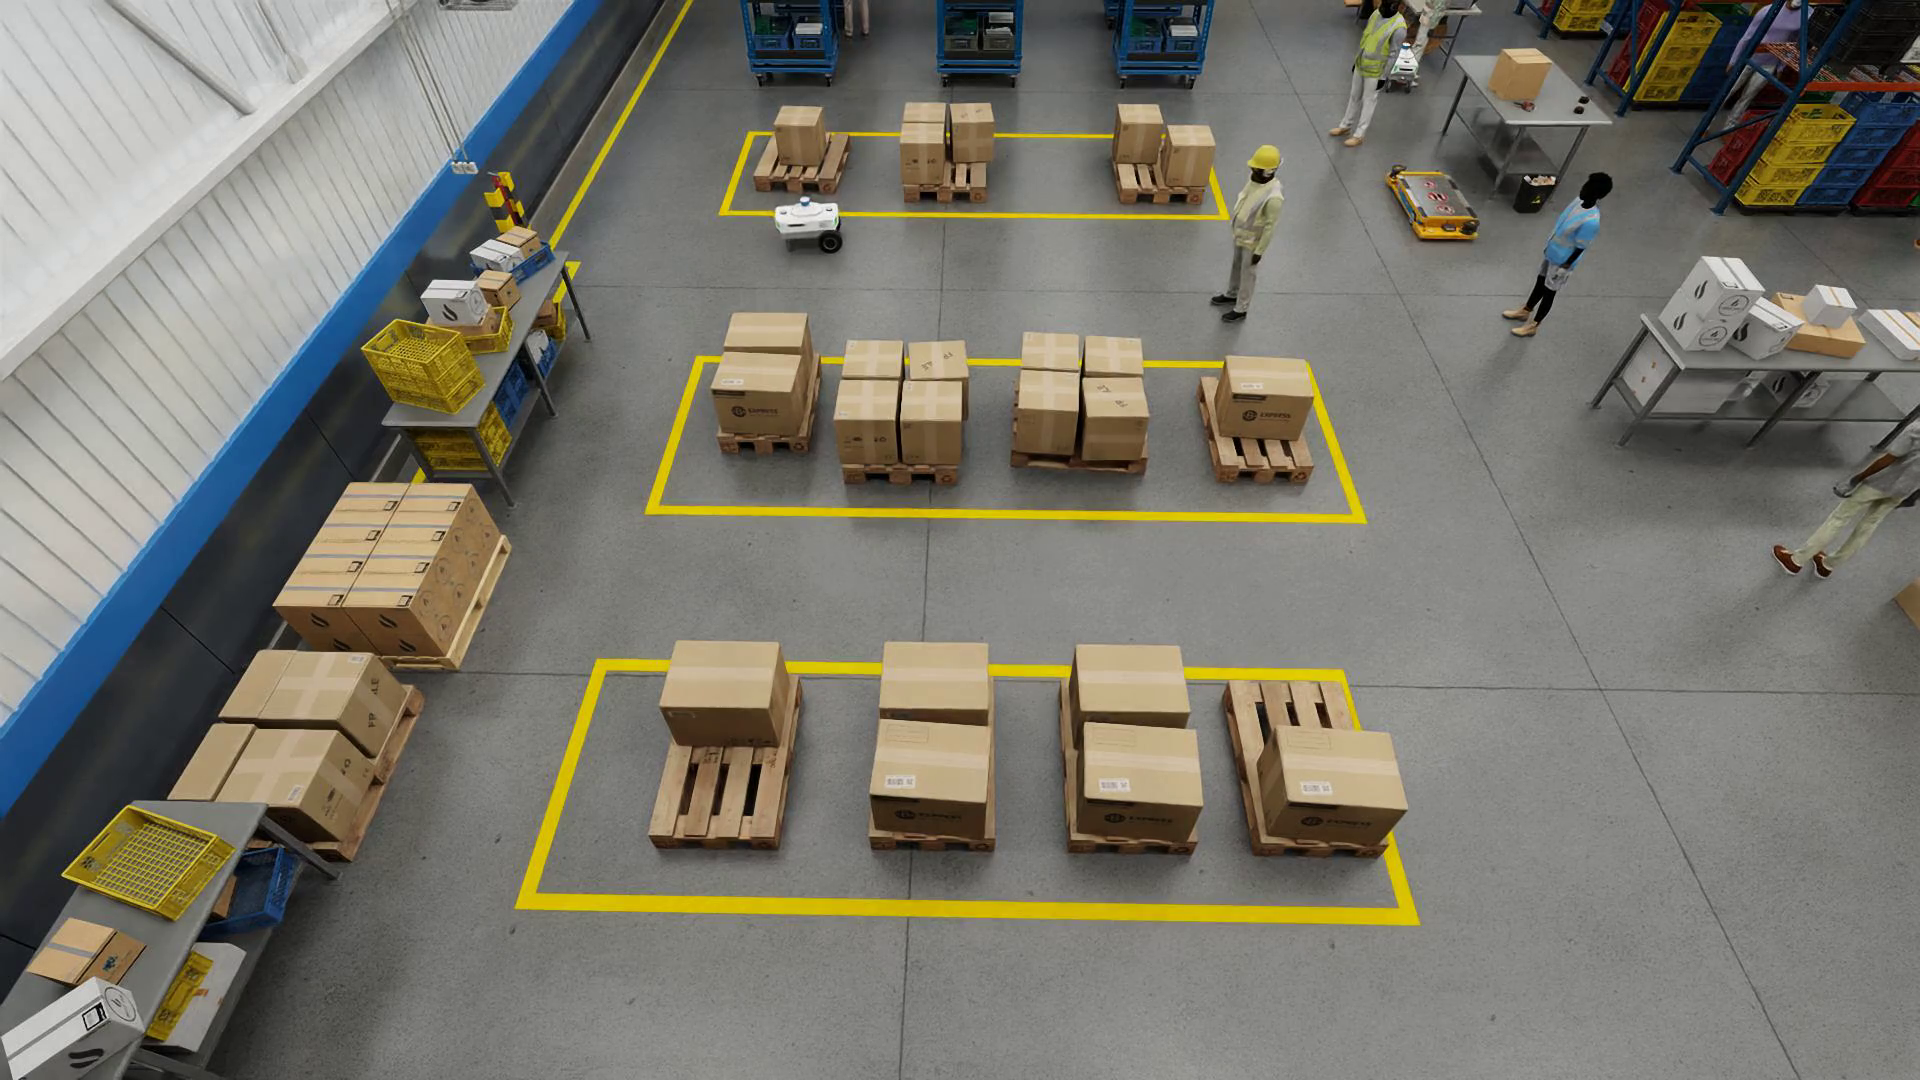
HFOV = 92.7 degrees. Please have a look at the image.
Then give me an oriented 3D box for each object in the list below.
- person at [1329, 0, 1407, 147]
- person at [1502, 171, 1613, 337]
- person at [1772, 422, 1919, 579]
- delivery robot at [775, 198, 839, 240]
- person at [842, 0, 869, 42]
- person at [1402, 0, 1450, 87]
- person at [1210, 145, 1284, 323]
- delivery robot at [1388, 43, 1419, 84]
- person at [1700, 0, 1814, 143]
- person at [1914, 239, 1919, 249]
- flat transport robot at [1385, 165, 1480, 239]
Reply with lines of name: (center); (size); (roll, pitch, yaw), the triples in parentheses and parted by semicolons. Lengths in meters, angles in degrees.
person: (5.221, -5.997, 11.675); (0.429, 1.841, 0.634); (-15, 51, -12)
person: (5.877, -2.783, 8.986); (0.321, 1.697, 0.529); (6, 49, 6)
person: (6.889, -0.409, 6.819); (0.532, 1.870, 0.316); (10, 50, 9)
delivery robot: (-1.740, -3.649, 10.427); (0.707, 0.478, 0.477); (-6, 49, -5)
person: (-1.616, -8.678, 13.908); (0.626, 1.980, 0.411); (-19, 52, -16)
person: (6.645, -7.318, 12.957); (0.320, 1.631, 0.522); (14, 51, 12)
person: (2.873, -3.030, 9.114); (0.403, 1.828, 0.598); (-7, 50, -6)
delivery robot: (6.372, -6.919, 13.258); (0.477, 0.478, 0.707); (5, 49, 4)
person: (10.170, -6.080, 11.689); (0.635, 1.935, 0.375); (18, 51, 15)
person: (11.250, -3.939, 9.865); (0.587, 1.882, 0.342); (9, 50, 8)
flat transport robot: (5.692, -4.094, 11.059); (0.652, 0.197, 1.431); (1, 49, 1)
